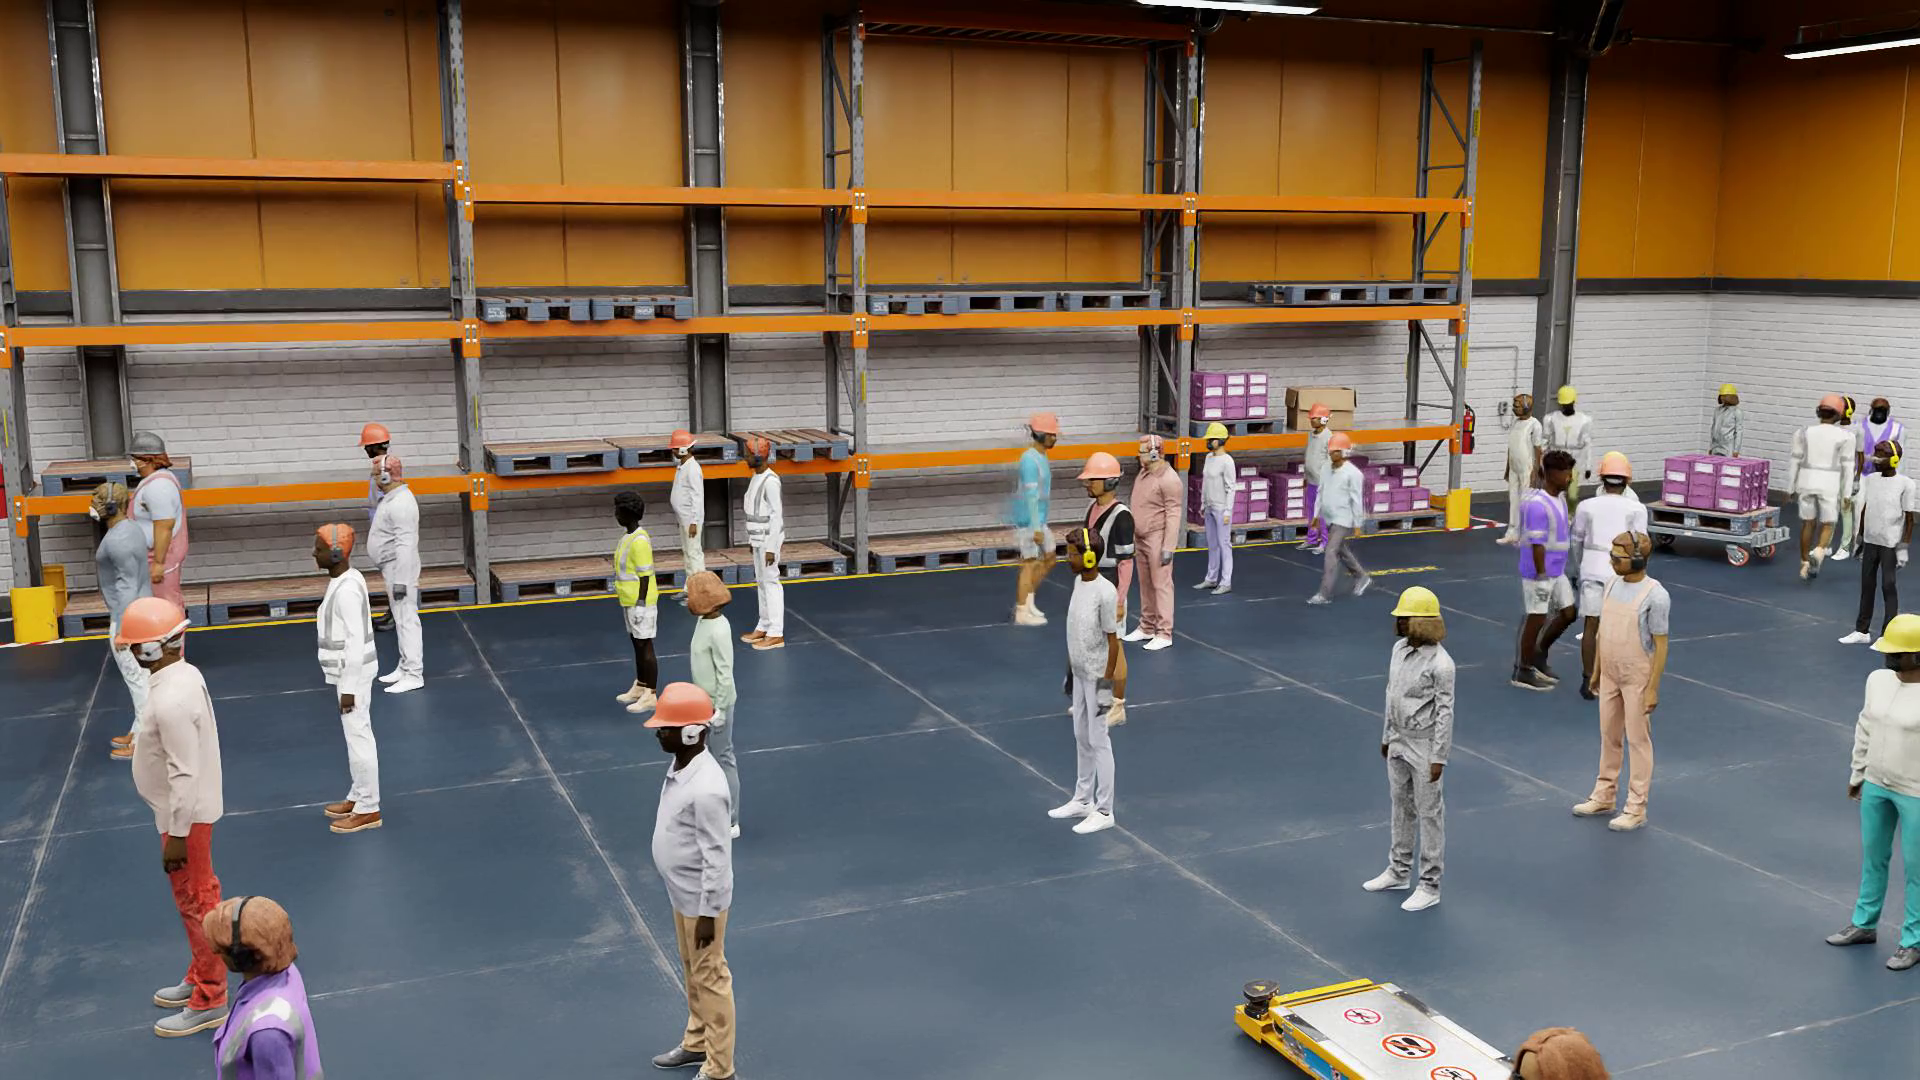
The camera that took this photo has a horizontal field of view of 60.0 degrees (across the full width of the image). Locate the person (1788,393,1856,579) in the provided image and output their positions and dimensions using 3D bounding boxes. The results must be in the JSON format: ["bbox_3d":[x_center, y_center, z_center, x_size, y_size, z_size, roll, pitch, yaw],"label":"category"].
[{"bbox_3d":[9.111,-0.550,17.651,0.643,2.017,0.664,8,13,40],"label":"person"}]

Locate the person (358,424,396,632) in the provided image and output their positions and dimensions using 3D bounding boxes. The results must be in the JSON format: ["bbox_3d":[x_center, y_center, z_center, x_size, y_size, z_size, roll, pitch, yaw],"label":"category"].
[{"bbox_3d":[-5.332,-0.116,15.395,0.376,1.931,0.542,-4,11,-21],"label":"person"}]

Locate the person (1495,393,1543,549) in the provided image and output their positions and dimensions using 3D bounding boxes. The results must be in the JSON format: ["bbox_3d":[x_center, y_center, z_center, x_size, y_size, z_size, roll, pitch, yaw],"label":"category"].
[{"bbox_3d":[6.650,-0.817,19.696,0.347,1.841,0.505,-4,11,-21],"label":"person"}]

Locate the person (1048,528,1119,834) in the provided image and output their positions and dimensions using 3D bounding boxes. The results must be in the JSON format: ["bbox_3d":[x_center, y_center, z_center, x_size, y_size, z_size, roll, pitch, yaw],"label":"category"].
[{"bbox_3d":[0.773,0.842,10.075,0.331,1.865,0.519,-4,11,-21],"label":"person"}]

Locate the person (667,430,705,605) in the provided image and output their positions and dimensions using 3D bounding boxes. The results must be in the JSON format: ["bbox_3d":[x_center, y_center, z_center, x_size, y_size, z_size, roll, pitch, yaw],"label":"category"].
[{"bbox_3d":[-2.726,-0.227,16.565,0.339,1.745,0.561,-4,11,-21],"label":"person"}]

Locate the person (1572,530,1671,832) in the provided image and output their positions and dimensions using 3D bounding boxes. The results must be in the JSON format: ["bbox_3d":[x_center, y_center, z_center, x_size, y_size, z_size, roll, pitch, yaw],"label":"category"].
[{"bbox_3d":[4.048,0.846,10.115,0.347,1.841,0.505,-4,11,-21],"label":"person"}]

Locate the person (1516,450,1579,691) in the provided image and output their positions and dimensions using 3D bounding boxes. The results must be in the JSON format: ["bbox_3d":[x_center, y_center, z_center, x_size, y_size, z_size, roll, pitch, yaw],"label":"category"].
[{"bbox_3d":[4.688,0.245,13.255,0.448,1.945,0.627,8,13,39],"label":"person"}]

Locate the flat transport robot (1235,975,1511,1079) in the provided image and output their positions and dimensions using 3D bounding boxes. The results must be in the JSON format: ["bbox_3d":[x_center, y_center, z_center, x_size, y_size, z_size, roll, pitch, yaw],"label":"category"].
[{"bbox_3d":[1.817,2.176,6.970,0.652,0.197,1.431,-4,11,-23],"label":"flat transport robot"}]

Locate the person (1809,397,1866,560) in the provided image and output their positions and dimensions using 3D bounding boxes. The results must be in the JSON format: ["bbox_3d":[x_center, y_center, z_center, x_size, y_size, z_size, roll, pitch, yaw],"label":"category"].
[{"bbox_3d":[10.039,-0.704,18.981,0.331,1.865,0.519,-4,11,-21],"label":"person"}]

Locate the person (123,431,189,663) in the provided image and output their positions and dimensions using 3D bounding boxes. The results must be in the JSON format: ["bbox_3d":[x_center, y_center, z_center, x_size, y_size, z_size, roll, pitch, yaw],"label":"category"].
[{"bbox_3d":[-6.677,0.114,13.756,0.536,2.000,0.673,-4,11,-21],"label":"person"}]

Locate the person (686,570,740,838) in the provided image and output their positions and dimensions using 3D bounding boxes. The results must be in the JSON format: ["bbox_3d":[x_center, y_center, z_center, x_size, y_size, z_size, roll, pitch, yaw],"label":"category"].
[{"bbox_3d":[-1.480,0.983,9.922,0.282,1.633,0.498,-4,11,-21],"label":"person"}]

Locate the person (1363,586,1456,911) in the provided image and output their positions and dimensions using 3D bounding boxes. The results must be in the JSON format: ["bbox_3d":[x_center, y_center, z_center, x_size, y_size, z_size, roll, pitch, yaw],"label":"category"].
[{"bbox_3d":[2.423,1.104,8.904,0.305,1.745,0.483,-4,11,-21],"label":"person"}]

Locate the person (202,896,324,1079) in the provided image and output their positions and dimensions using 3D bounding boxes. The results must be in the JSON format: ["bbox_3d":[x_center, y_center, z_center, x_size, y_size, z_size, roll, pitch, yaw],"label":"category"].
[{"bbox_3d":[-2.046,1.839,4.980,0.313,1.637,0.513,-4,11,-21],"label":"person"}]

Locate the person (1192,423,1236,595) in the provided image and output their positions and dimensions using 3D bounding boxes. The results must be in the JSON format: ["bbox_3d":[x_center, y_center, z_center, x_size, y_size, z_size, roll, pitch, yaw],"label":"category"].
[{"bbox_3d":[2.625,-0.324,17.066,0.322,1.769,0.523,-4,11,-21],"label":"person"}]

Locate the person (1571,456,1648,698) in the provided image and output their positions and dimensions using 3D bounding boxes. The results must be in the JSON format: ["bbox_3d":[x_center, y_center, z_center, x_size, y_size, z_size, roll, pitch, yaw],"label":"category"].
[{"bbox_3d":[5.170,0.274,13.288,0.579,1.876,0.970,6,11,29],"label":"person"}]

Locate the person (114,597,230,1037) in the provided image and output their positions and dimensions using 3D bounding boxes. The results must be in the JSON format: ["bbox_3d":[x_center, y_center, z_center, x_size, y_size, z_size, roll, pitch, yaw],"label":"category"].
[{"bbox_3d":[-3.526,1.228,7.487,0.392,1.988,0.609,-4,11,-21],"label":"person"}]

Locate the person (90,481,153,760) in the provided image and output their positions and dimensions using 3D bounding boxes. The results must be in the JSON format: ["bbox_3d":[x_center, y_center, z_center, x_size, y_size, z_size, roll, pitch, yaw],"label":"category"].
[{"bbox_3d":[-5.781,0.551,11.533,0.374,1.941,0.627,-4,11,-21],"label":"person"}]

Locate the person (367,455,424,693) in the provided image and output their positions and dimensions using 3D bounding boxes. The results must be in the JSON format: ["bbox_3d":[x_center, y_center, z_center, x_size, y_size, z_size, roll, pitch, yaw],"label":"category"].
[{"bbox_3d":[-4.515,0.264,13.296,0.403,1.904,0.637,-4,11,-21],"label":"person"}]

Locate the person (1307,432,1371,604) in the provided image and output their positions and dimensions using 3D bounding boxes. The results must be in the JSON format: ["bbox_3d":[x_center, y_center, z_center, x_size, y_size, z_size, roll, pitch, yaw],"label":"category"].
[{"bbox_3d":[3.844,-0.240,16.703,0.833,1.723,0.555,-4,11,-23],"label":"person"}]

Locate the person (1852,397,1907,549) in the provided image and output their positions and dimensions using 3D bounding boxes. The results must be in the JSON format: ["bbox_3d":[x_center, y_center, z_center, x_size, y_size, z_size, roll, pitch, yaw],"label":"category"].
[{"bbox_3d":[10.921,-0.829,19.884,0.634,1.805,0.830,5,11,27],"label":"person"}]

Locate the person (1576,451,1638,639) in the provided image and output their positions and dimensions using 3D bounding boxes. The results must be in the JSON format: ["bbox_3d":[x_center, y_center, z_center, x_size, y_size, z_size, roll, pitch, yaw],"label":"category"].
[{"bbox_3d":[5.790,0.076,14.831,0.305,1.745,0.483,-4,11,-21],"label":"person"}]

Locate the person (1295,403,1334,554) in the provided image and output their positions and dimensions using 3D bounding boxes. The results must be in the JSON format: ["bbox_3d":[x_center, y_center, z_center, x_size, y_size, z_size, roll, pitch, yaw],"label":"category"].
[{"bbox_3d":[4.165,-0.718,19.374,0.332,1.753,0.561,-4,11,-21],"label":"person"}]

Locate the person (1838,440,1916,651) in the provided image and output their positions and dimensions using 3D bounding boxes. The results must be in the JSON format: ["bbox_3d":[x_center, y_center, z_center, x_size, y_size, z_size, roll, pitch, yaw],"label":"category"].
[{"bbox_3d":[8.123,0.045,14.669,0.331,1.865,0.519,-4,11,-21],"label":"person"}]

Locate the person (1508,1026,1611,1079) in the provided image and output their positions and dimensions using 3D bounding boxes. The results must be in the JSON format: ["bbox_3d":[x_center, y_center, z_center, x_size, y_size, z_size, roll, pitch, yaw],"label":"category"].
[{"bbox_3d":[1.459,1.984,4.149,0.282,1.634,0.498,-4,11,-21],"label":"person"}]

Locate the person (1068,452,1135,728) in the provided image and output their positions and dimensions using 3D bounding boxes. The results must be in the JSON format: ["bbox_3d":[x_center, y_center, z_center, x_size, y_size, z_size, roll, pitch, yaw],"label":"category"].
[{"bbox_3d":[1.048,0.368,12.283,0.386,2.045,0.605,-4,11,-21],"label":"person"}]

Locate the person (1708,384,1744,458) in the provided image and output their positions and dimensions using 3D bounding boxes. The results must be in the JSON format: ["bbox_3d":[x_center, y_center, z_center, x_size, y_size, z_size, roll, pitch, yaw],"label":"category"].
[{"bbox_3d":[10.268,-1.231,22.358,0.305,1.745,0.483,-4,11,-21],"label":"person"}]

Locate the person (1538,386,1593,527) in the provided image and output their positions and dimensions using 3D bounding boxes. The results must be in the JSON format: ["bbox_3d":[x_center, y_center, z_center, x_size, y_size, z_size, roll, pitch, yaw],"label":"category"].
[{"bbox_3d":[7.452,-0.968,20.467,0.608,1.891,0.697,3,10,19],"label":"person"}]

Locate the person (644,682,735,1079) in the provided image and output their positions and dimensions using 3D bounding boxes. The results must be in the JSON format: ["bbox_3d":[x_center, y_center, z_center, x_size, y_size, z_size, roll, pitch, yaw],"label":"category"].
[{"bbox_3d":[-1.121,1.443,6.919,0.332,1.753,0.561,-4,11,-21],"label":"person"}]

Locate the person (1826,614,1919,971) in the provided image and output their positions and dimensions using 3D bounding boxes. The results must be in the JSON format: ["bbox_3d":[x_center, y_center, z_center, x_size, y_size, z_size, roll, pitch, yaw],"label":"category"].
[{"bbox_3d":[4.605,1.224,8.170,0.329,1.763,0.523,-4,11,-21],"label":"person"}]

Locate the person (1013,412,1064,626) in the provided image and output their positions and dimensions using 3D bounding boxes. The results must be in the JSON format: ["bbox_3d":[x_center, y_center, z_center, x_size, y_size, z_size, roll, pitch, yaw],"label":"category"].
[{"bbox_3d":[0.716,-0.186,15.539,0.471,2.018,0.649,3,10,17],"label":"person"}]

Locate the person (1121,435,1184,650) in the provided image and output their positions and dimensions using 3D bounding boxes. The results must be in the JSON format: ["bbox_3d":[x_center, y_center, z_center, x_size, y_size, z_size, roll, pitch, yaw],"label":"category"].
[{"bbox_3d":[1.693,0.016,14.726,0.403,1.904,0.637,-4,11,-21],"label":"person"}]

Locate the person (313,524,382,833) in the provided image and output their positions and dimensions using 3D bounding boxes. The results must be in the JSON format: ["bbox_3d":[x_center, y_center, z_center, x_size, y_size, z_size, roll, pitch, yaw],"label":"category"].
[{"bbox_3d":[-3.718,0.829,10.093,0.357,1.883,0.573,-4,11,-21],"label":"person"}]

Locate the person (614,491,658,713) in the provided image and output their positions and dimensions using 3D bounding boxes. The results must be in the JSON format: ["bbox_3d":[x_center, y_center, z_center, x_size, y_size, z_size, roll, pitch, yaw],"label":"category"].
[{"bbox_3d":[-2.477,0.466,12.716,0.322,1.696,0.530,-4,11,-21],"label":"person"}]

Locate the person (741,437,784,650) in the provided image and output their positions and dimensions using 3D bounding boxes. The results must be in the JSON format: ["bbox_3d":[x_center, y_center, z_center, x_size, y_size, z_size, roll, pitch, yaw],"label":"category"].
[{"bbox_3d":[-1.739,0.023,14.727,0.357,1.885,0.573,-4,11,-21],"label":"person"}]
